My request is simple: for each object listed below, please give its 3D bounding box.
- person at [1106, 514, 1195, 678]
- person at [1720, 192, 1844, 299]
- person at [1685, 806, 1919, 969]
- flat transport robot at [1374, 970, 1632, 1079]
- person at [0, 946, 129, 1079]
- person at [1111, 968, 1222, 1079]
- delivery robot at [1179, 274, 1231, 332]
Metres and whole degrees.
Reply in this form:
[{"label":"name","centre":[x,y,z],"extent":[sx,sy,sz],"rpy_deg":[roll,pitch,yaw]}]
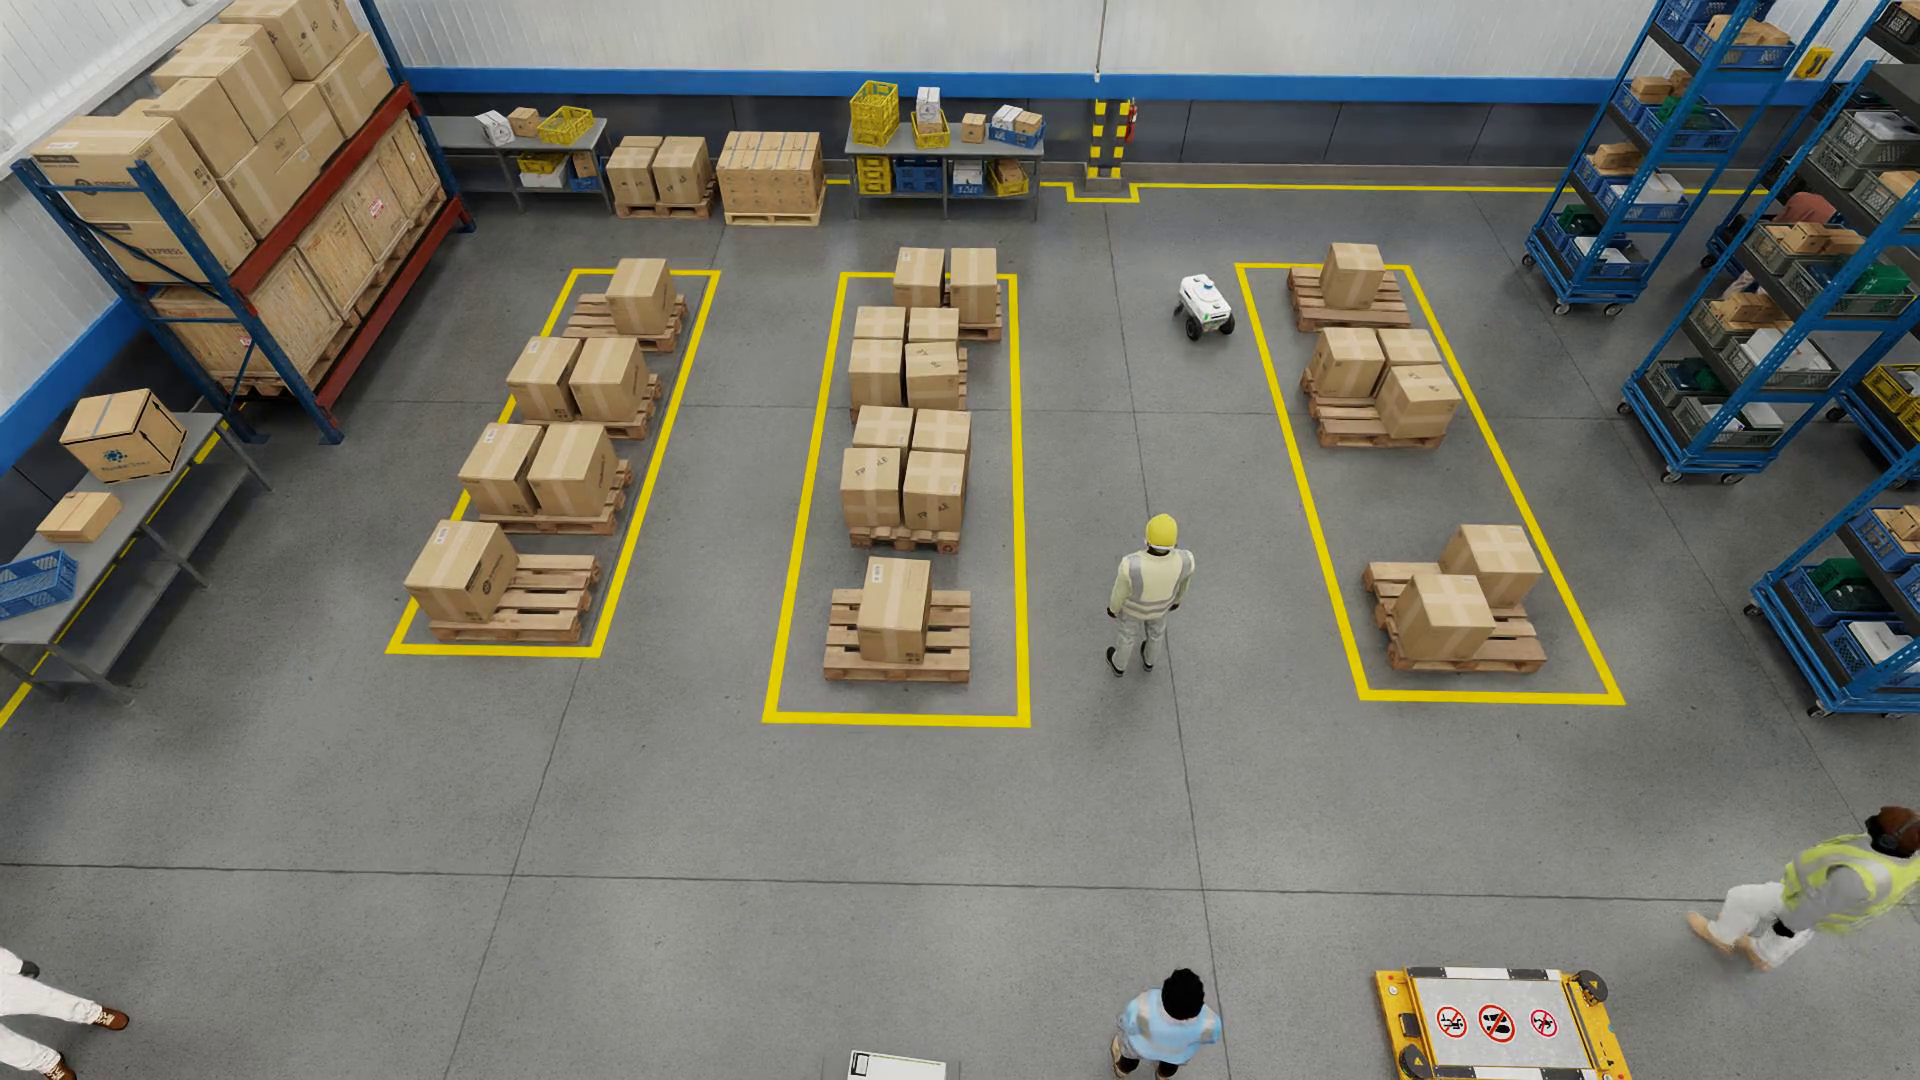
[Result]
[{"label":"person","centre":[1.434,0.453,7.098],"extent":[0.597,1.831,0.403],"rpy_deg":[-7,51,-6]},{"label":"person","centre":[8.879,-3.060,9.873],"extent":[0.409,1.980,0.622],"rpy_deg":[-19,53,-15]},{"label":"person","centre":[5.301,2.199,5.695],"extent":[0.672,1.806,0.593],"rpy_deg":[-19,53,-15]},{"label":"flat transport robot","centre":[3.501,3.133,5.914],"extent":[1.431,0.197,0.652],"rpy_deg":[1,51,1]},{"label":"person","centre":[-5.685,2.679,5.237],"extent":[0.408,1.908,0.646],"rpy_deg":[19,53,15]},{"label":"person","centre":[1.152,2.823,5.255],"extent":[0.530,1.692,0.321],"rpy_deg":[7,51,6]},{"label":"delivery robot","centre":[2.794,-2.735,10.457],"extent":[0.477,0.478,0.707],"rpy_deg":[-12,52,-9]}]
